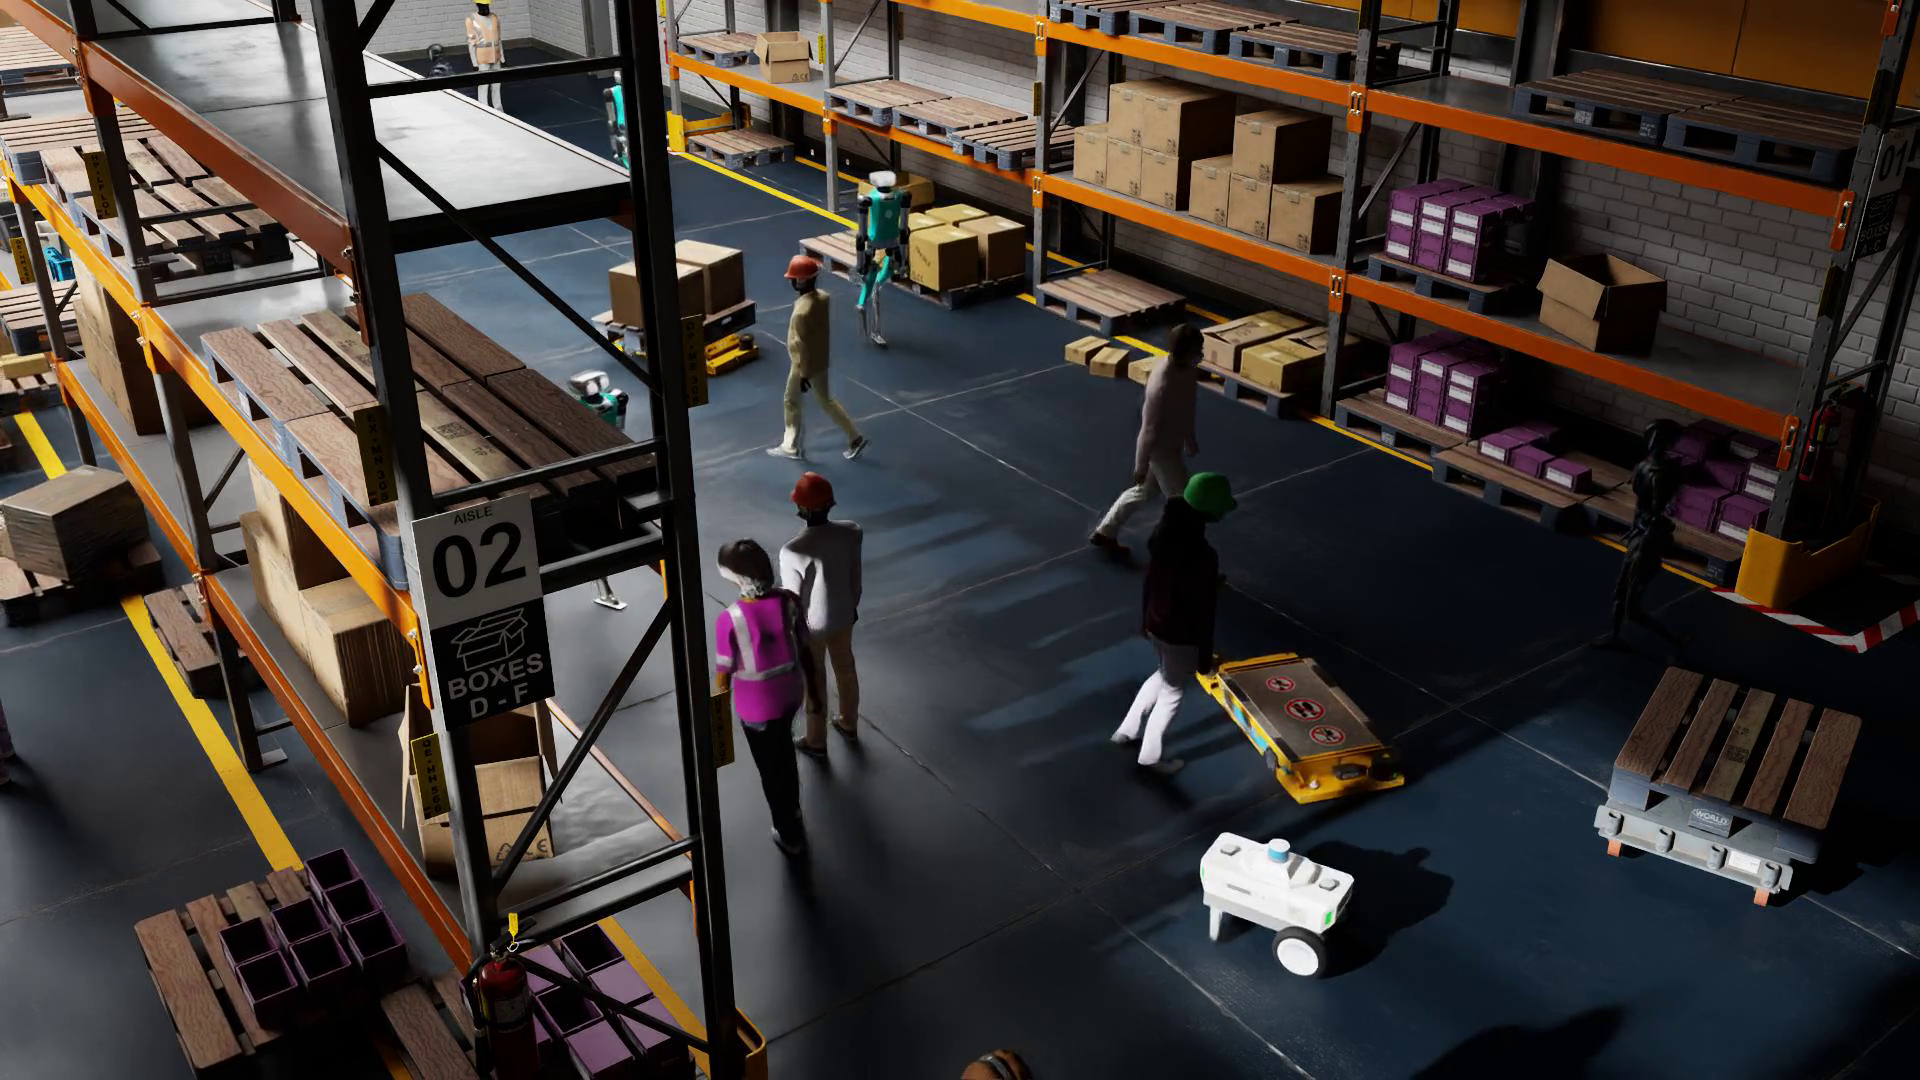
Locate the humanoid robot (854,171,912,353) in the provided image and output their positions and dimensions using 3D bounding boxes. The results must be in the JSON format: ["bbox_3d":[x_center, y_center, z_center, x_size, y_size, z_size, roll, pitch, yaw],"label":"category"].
[{"bbox_3d":[-0.802,-2.583,15.580,0.528,1.854,0.770,-13,29,-24],"label":"humanoid robot"}]

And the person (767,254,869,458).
[{"bbox_3d":[-1.154,-1.433,13.219,0.800,1.720,0.571,8,28,16],"label":"person"}]

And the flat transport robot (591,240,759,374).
[{"bbox_3d":[-2.669,-1.865,15.698,1.431,0.231,0.659,15,31,28],"label":"flat transport robot"}]

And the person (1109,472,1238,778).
[{"bbox_3d":[1.218,0.485,9.190,0.495,1.915,0.527,-12,29,-22],"label":"person"}]

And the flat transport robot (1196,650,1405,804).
[{"bbox_3d":[1.995,1.058,9.883,0.659,0.231,1.431,-8,28,-15],"label":"flat transport robot"}]

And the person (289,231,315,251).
[{"bbox_3d":[-6.077,-2.489,15.427,0.288,1.628,0.498,3,27,5],"label":"person"}]

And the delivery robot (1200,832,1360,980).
[{"bbox_3d":[1.574,1.765,8.178,0.784,0.612,0.524,16,31,28],"label":"delivery robot"}]

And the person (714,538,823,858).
[{"bbox_3d":[-1.032,0.794,8.669,0.554,1.826,0.649,-16,31,-29],"label":"person"}]

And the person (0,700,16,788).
[{"bbox_3d":[-5.616,0.518,9.136,0.405,1.905,0.651,-9,28,-17],"label":"person"}]

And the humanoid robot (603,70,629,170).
[{"bbox_3d":[-3.783,-4.545,19.448,0.536,1.768,1.034,-10,28,-19],"label":"humanoid robot"}]

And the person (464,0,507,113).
[{"bbox_3d":[-6.775,-6.911,23.889,0.359,1.927,0.586,18,32,32],"label":"person"}]

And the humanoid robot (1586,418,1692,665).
[{"bbox_3d":[4.377,0.000,10.428,0.577,1.633,0.610,8,28,15],"label":"humanoid robot"}]

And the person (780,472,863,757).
[{"bbox_3d":[-0.796,0.419,9.496,0.559,1.755,0.318,-22,34,-37],"label":"person"}]

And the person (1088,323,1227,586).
[{"bbox_3d":[1.368,-0.626,11.433,1.012,1.895,0.647,10,28,19],"label":"person"}]

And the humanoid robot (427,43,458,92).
[{"bbox_3d":[-6.625,-5.613,21.596,0.371,1.647,0.584,-2,27,-4],"label":"humanoid robot"}]

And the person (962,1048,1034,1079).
[{"bbox_3d":[0.101,2.408,5.486,0.787,1.810,0.646,-15,30,-27],"label":"person"}]

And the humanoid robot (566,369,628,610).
[{"bbox_3d":[-2.627,-0.357,11.077,0.976,1.783,0.550,17,31,30],"label":"humanoid robot"}]
